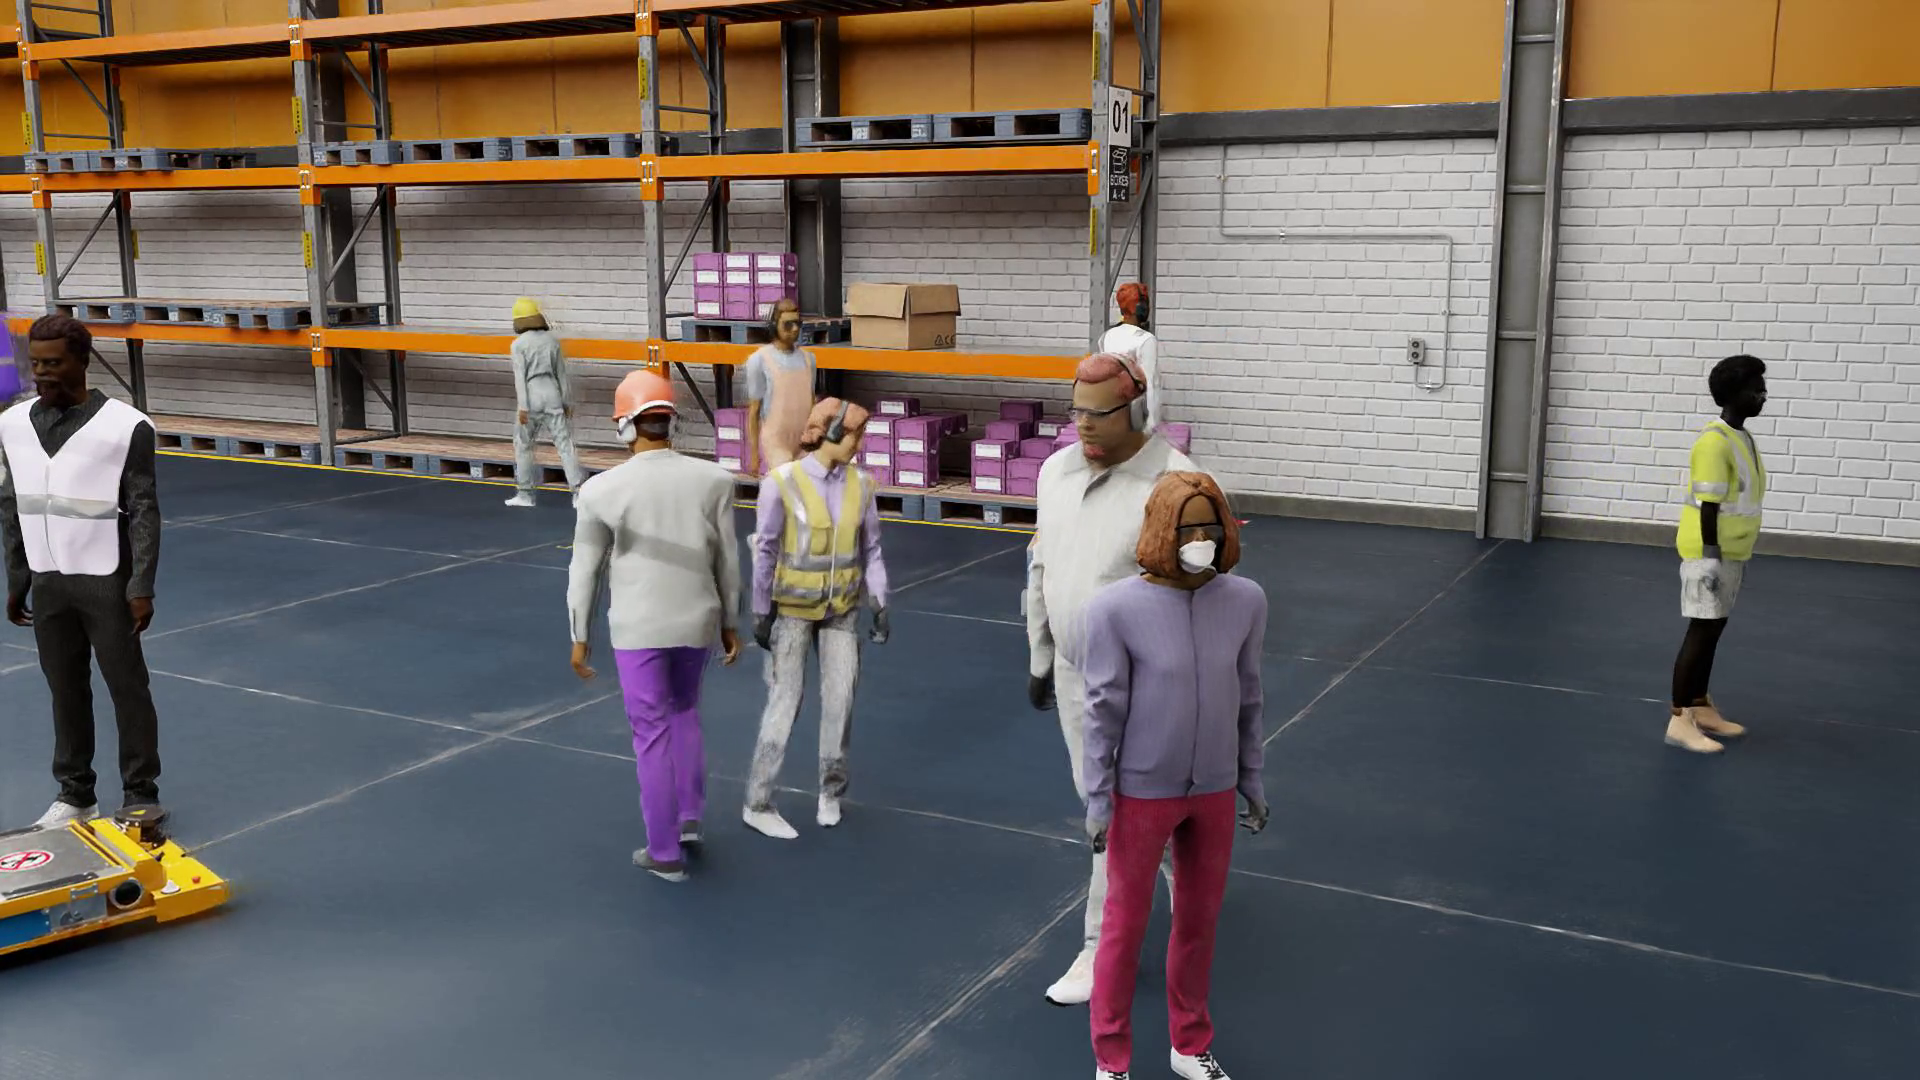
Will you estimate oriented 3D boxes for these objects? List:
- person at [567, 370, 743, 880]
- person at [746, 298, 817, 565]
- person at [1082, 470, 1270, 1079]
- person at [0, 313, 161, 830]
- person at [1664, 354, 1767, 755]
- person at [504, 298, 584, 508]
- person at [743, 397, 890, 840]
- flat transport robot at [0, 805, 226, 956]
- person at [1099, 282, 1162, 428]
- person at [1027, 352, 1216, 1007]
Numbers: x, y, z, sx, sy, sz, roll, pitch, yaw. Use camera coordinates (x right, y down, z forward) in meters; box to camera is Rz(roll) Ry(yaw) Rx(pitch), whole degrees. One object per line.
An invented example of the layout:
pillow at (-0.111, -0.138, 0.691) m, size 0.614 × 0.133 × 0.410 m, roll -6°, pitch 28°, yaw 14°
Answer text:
person at (-1.045, 0.287, 5.735) m, size 0.587 × 1.726 × 0.495 m, roll -7°, pitch 12°, yaw -33°
person at (-1.115, -0.593, 10.334) m, size 0.511 × 1.823 × 0.810 m, roll -9°, pitch 14°, yaw -42°
person at (0.535, 0.632, 4.124) m, size 0.507 × 1.632 × 0.268 m, roll -4°, pitch 11°, yaw -21°
person at (-3.179, 0.140, 6.045) m, size 0.593 × 1.918 × 0.391 m, roll 1°, pitch 10°, yaw 6°
person at (3.252, 0.053, 7.128) m, size 0.318 × 1.695 × 0.538 m, roll 8°, pitch 13°, yaw 37°
person at (-3.330, -1.101, 13.470) m, size 0.642 × 1.698 × 0.571 m, roll 10°, pitch 14°, yaw 43°
person at (-0.543, 0.279, 6.169) m, size 0.567 × 1.604 × 0.350 m, roll -8°, pitch 13°, yaw -37°
flat transport robot at (-3.118, 1.132, 5.119) m, size 1.431 × 0.197 × 0.652 m, roll -10°, pitch 14°, yaw -42°
person at (1.153, -0.771, 11.132) m, size 0.356 × 1.884 × 0.574 m, roll -7°, pitch 12°, yaw -33°
person at (0.530, 0.369, 4.949) m, size 0.822 × 1.874 × 0.693 m, roll -10°, pitch 14°, yaw -43°
